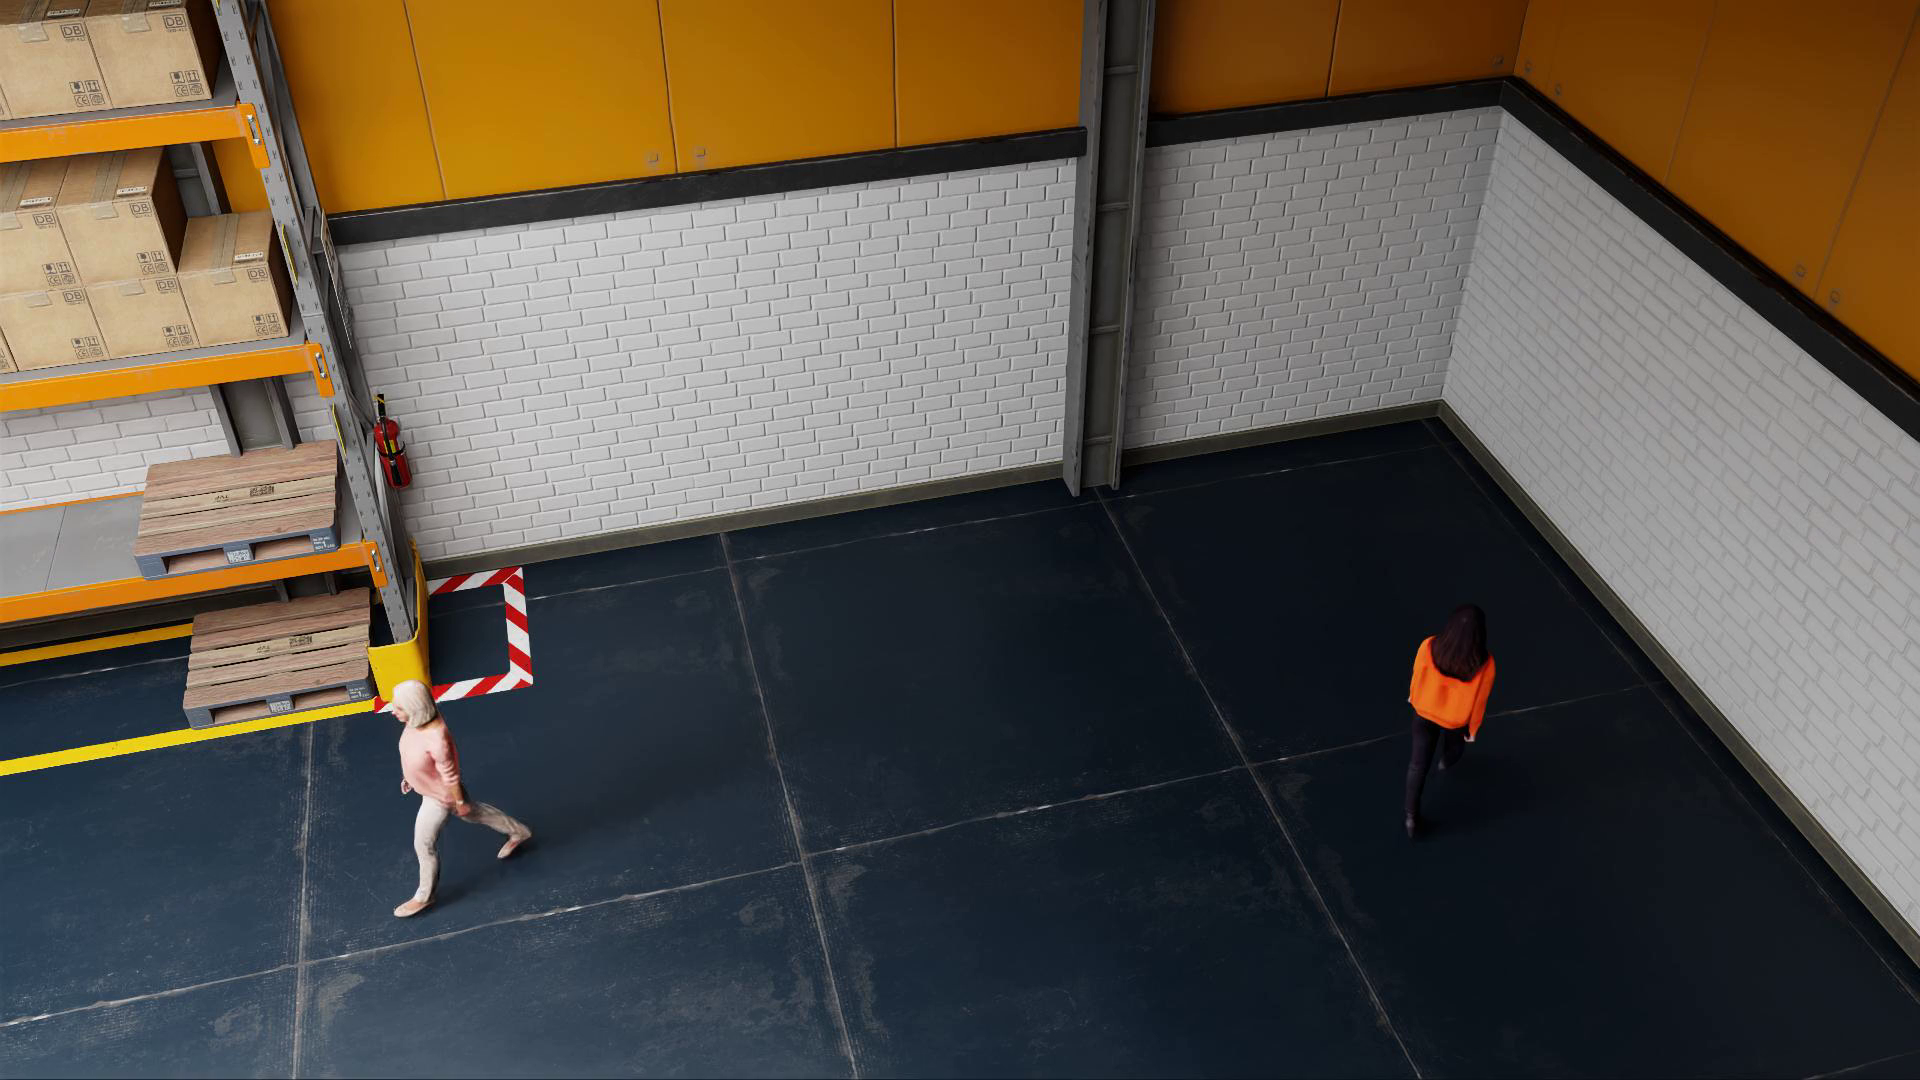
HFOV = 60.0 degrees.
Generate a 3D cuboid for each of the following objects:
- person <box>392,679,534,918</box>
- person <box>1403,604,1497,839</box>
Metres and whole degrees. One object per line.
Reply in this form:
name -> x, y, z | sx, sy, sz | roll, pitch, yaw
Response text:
person -> -2.971, 1.413, 9.761 | 1.218, 1.681, 0.845 | -22, 44, -25
person -> 2.907, 1.132, 10.090 | 1.083, 1.711, 1.103 | 16, 41, 19
